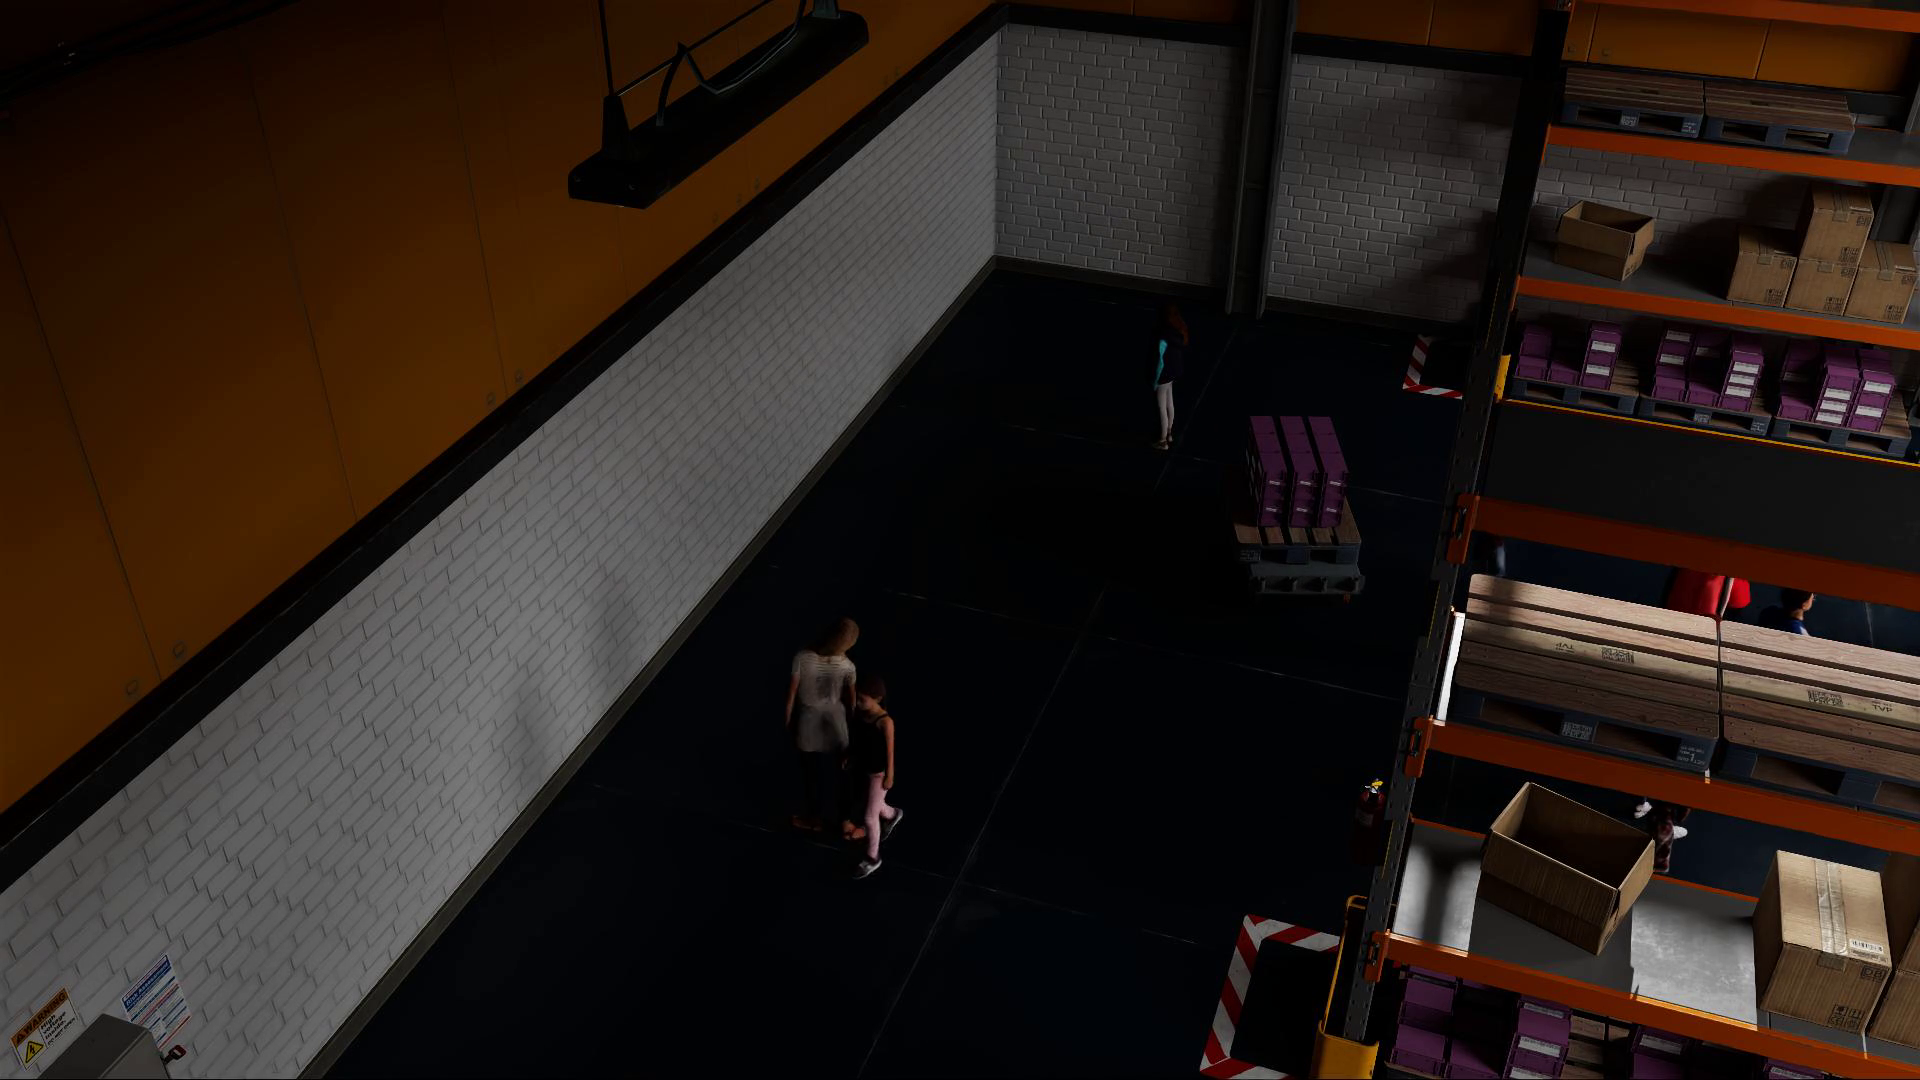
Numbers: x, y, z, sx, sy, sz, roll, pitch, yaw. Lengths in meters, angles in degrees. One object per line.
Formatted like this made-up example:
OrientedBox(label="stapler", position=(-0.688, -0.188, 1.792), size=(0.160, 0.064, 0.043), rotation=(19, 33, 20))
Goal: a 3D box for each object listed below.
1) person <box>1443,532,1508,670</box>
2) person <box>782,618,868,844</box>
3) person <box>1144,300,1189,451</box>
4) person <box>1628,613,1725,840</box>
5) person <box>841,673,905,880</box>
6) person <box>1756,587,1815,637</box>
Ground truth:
OrientedBox(label="person", position=(3.901, 0.402, 12.655), size=(0.783, 1.460, 0.666), rotation=(4, 34, 7))
OrientedBox(label="person", position=(-0.963, 1.271, 11.053), size=(0.684, 1.787, 0.886), rotation=(-9, 35, -14))
OrientedBox(label="person", position=(1.911, -1.554, 15.564), size=(0.600, 1.499, 0.596), rotation=(15, 37, 21))
OrientedBox(label="person", position=(4.823, 1.226, 11.121), size=(0.690, 1.787, 0.666), rotation=(-7, 34, -11))
OrientedBox(label="person", position=(-0.549, 1.466, 10.972), size=(0.823, 1.552, 0.843), rotation=(-26, 42, -34))
OrientedBox(label="person", position=(5.492, 1.030, 11.345), size=(0.766, 1.865, 0.750), rotation=(-7, 34, -10))
